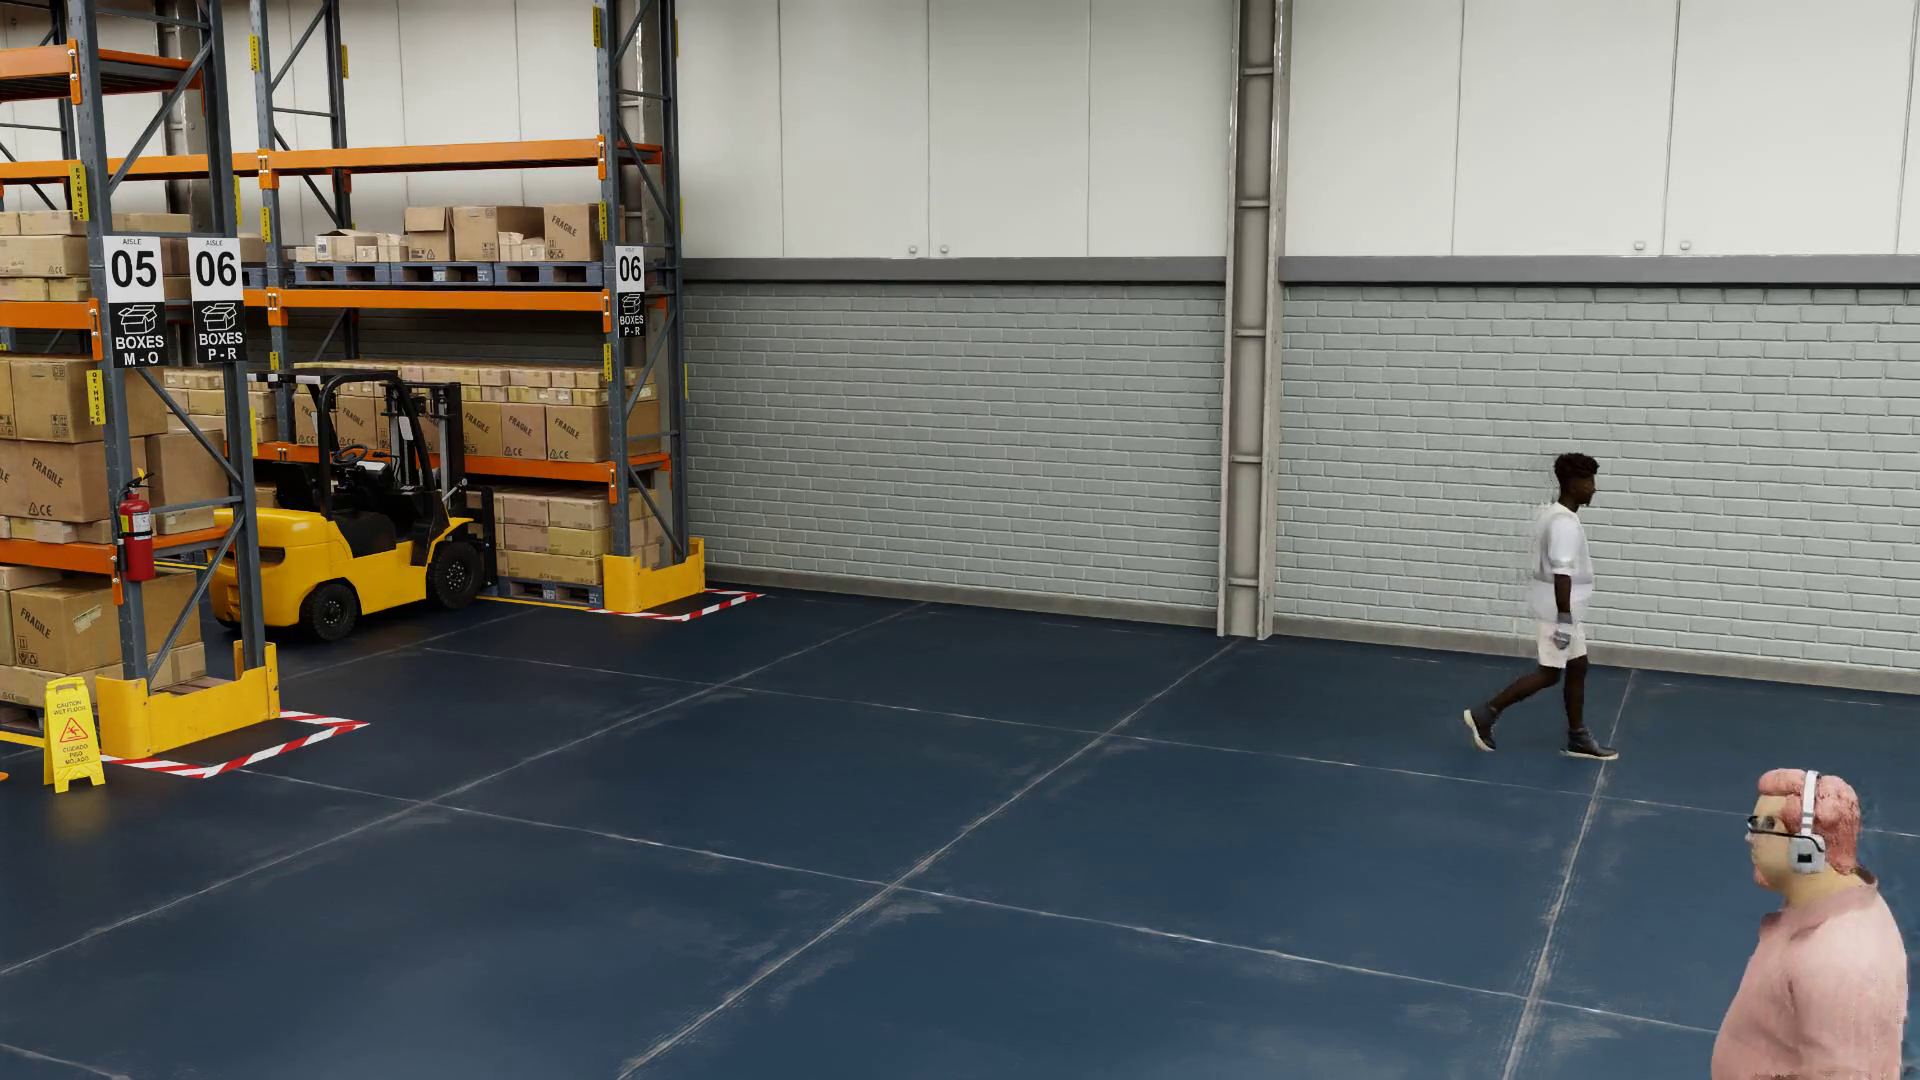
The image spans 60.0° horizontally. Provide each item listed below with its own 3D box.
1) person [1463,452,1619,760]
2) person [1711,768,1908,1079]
[{"bbox_3d":[3.618,0.410,10.246,0.872,1.941,0.607,3,10,16],"label":"person"},{"bbox_3d":[1.890,1.457,4.001,0.884,1.871,0.685,5,11,30],"label":"person"}]
